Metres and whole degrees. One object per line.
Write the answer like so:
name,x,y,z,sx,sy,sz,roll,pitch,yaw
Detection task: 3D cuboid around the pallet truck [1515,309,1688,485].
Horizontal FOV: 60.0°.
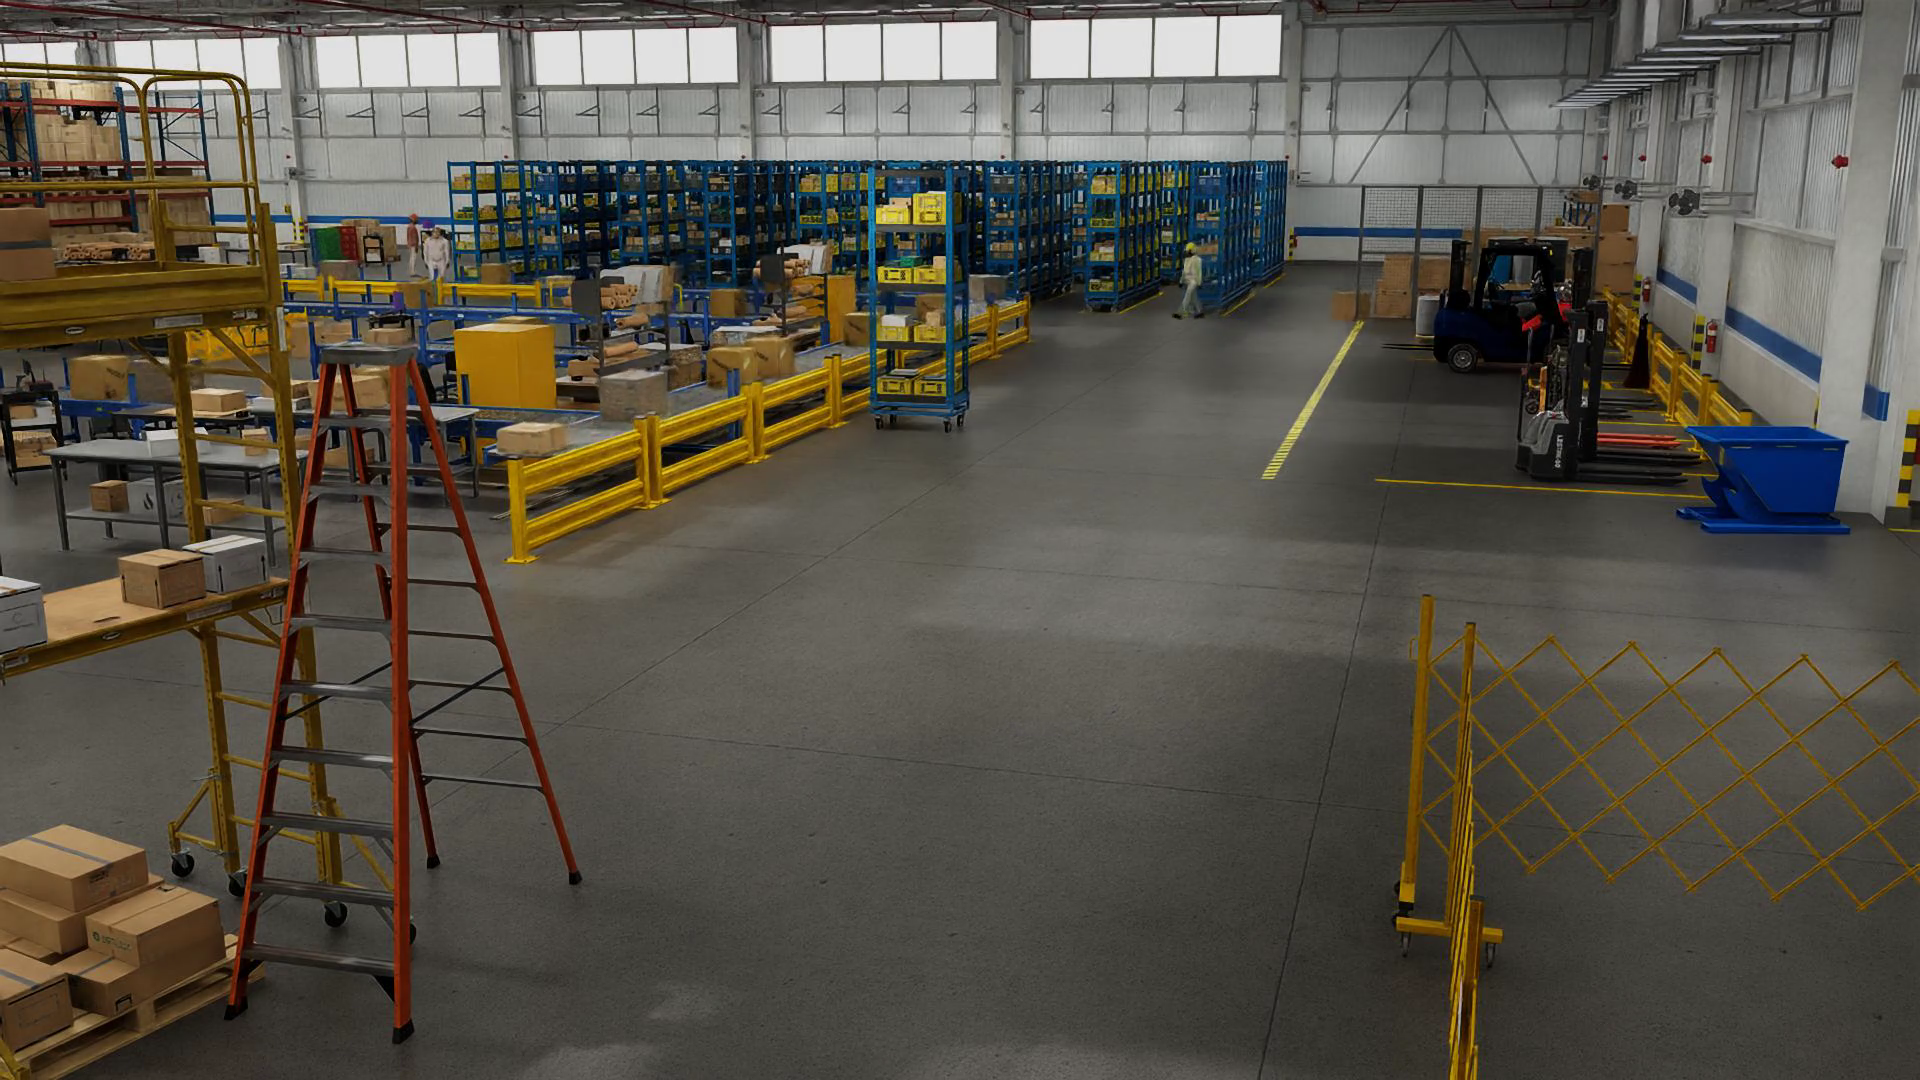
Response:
pallet truck,7.554,-1.677,19.446,1.885,1.965,0.823,3,13,14

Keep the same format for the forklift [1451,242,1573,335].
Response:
forklift,10.464,-4.597,31.405,2.680,1.987,1.157,4,14,16

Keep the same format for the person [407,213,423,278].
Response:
person,-16.982,-9.154,51.765,0.405,1.990,0.617,-8,15,-31

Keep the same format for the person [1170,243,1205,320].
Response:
person,5.328,-6.001,38.597,0.949,1.779,0.617,-5,14,-20

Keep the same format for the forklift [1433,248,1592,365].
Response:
forklift,9.780,-4.111,29.280,2.680,1.987,1.157,3,13,14

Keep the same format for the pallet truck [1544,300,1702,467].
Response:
pallet truck,8.263,-1.952,20.631,1.885,1.965,0.823,5,14,20

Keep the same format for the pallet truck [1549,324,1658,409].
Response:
pallet truck,9.824,-2.669,25.407,1.601,1.201,0.680,4,14,16

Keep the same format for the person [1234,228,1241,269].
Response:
person,7.636,-7.814,46.311,0.474,1.831,0.594,3,13,13

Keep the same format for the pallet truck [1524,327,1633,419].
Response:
pallet truck,9.065,-2.460,24.370,1.522,1.261,0.704,3,13,14

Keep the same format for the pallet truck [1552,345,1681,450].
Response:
pallet truck,8.641,-1.896,21.908,1.630,1.274,0.653,4,14,16

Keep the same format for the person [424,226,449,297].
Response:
person,-14.185,-7.553,45.085,0.663,1.886,0.551,-4,14,-18
